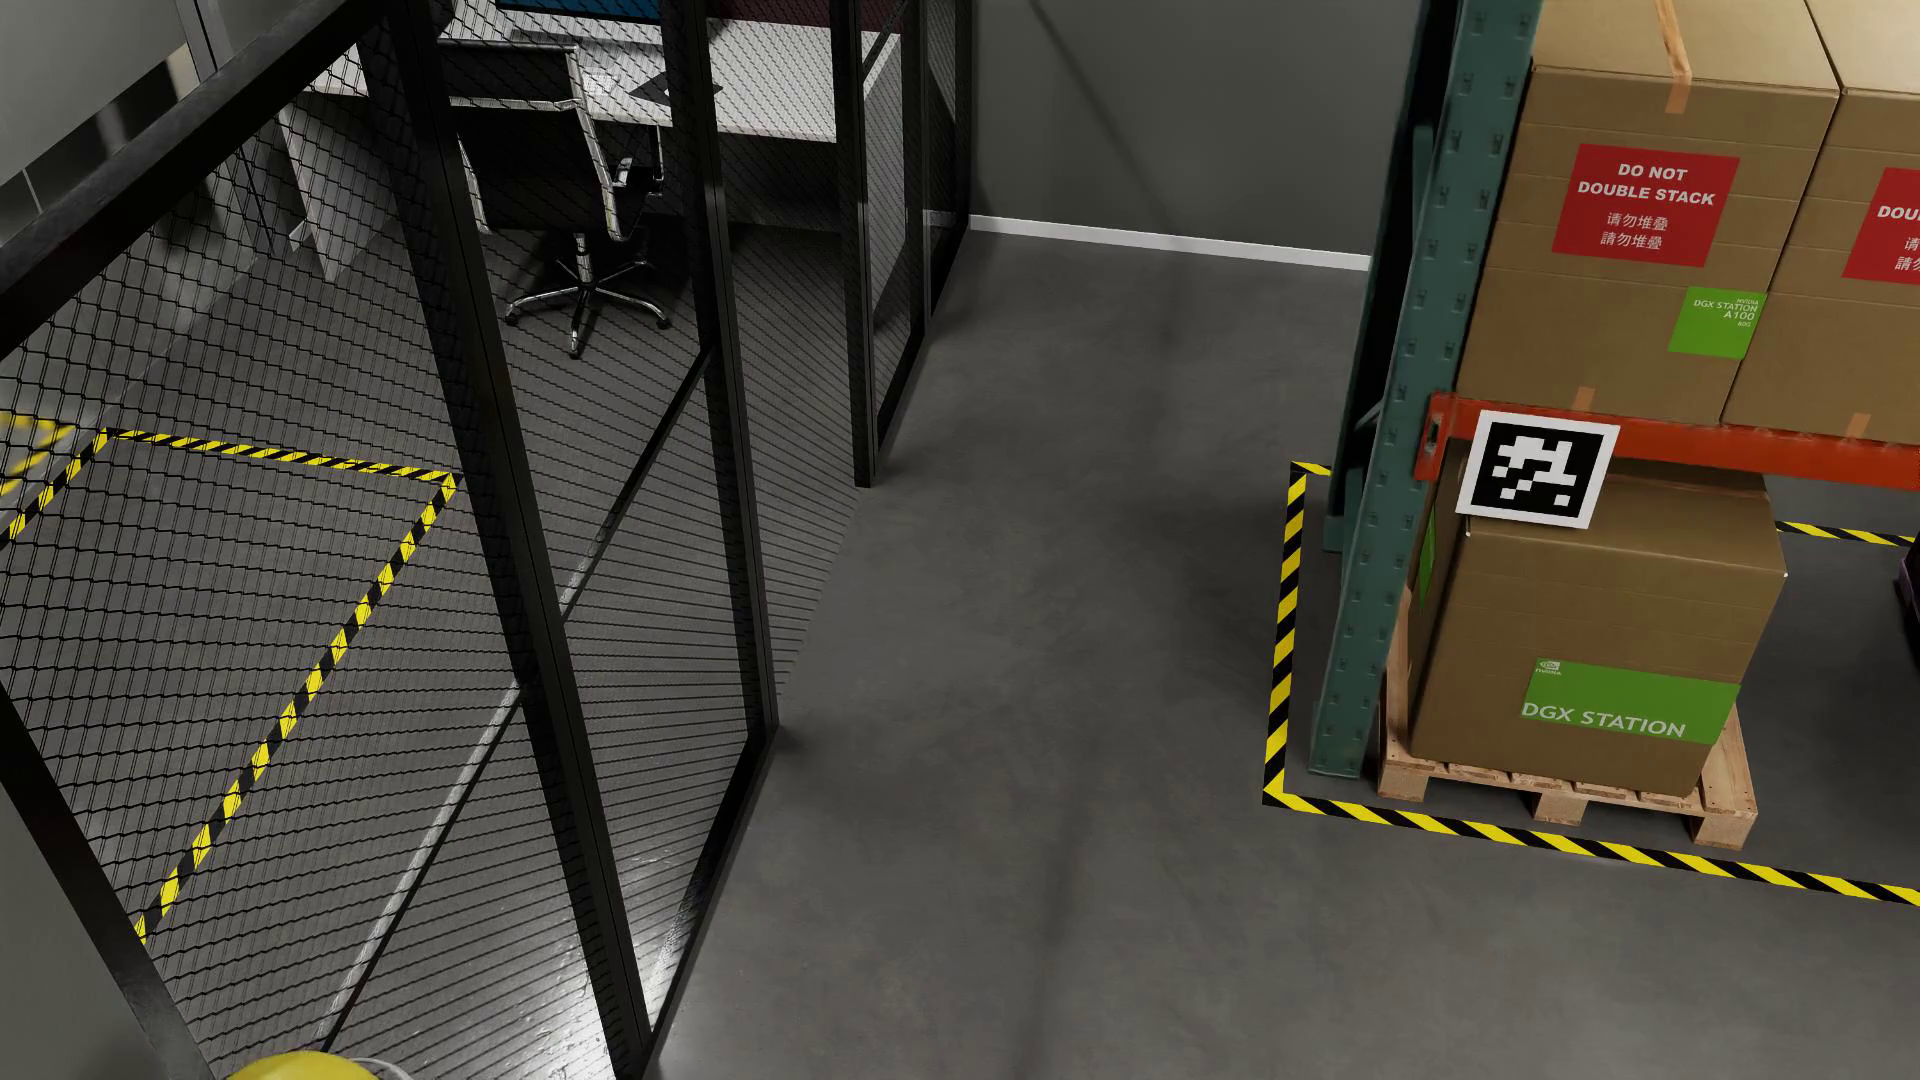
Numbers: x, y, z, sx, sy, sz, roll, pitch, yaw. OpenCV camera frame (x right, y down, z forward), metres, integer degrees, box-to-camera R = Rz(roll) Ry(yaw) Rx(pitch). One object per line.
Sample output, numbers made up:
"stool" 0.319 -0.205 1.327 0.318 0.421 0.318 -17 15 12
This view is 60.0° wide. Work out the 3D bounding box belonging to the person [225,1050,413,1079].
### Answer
"person" -0.671 1.225 2.165 0.588 1.835 0.403 13 43 15
